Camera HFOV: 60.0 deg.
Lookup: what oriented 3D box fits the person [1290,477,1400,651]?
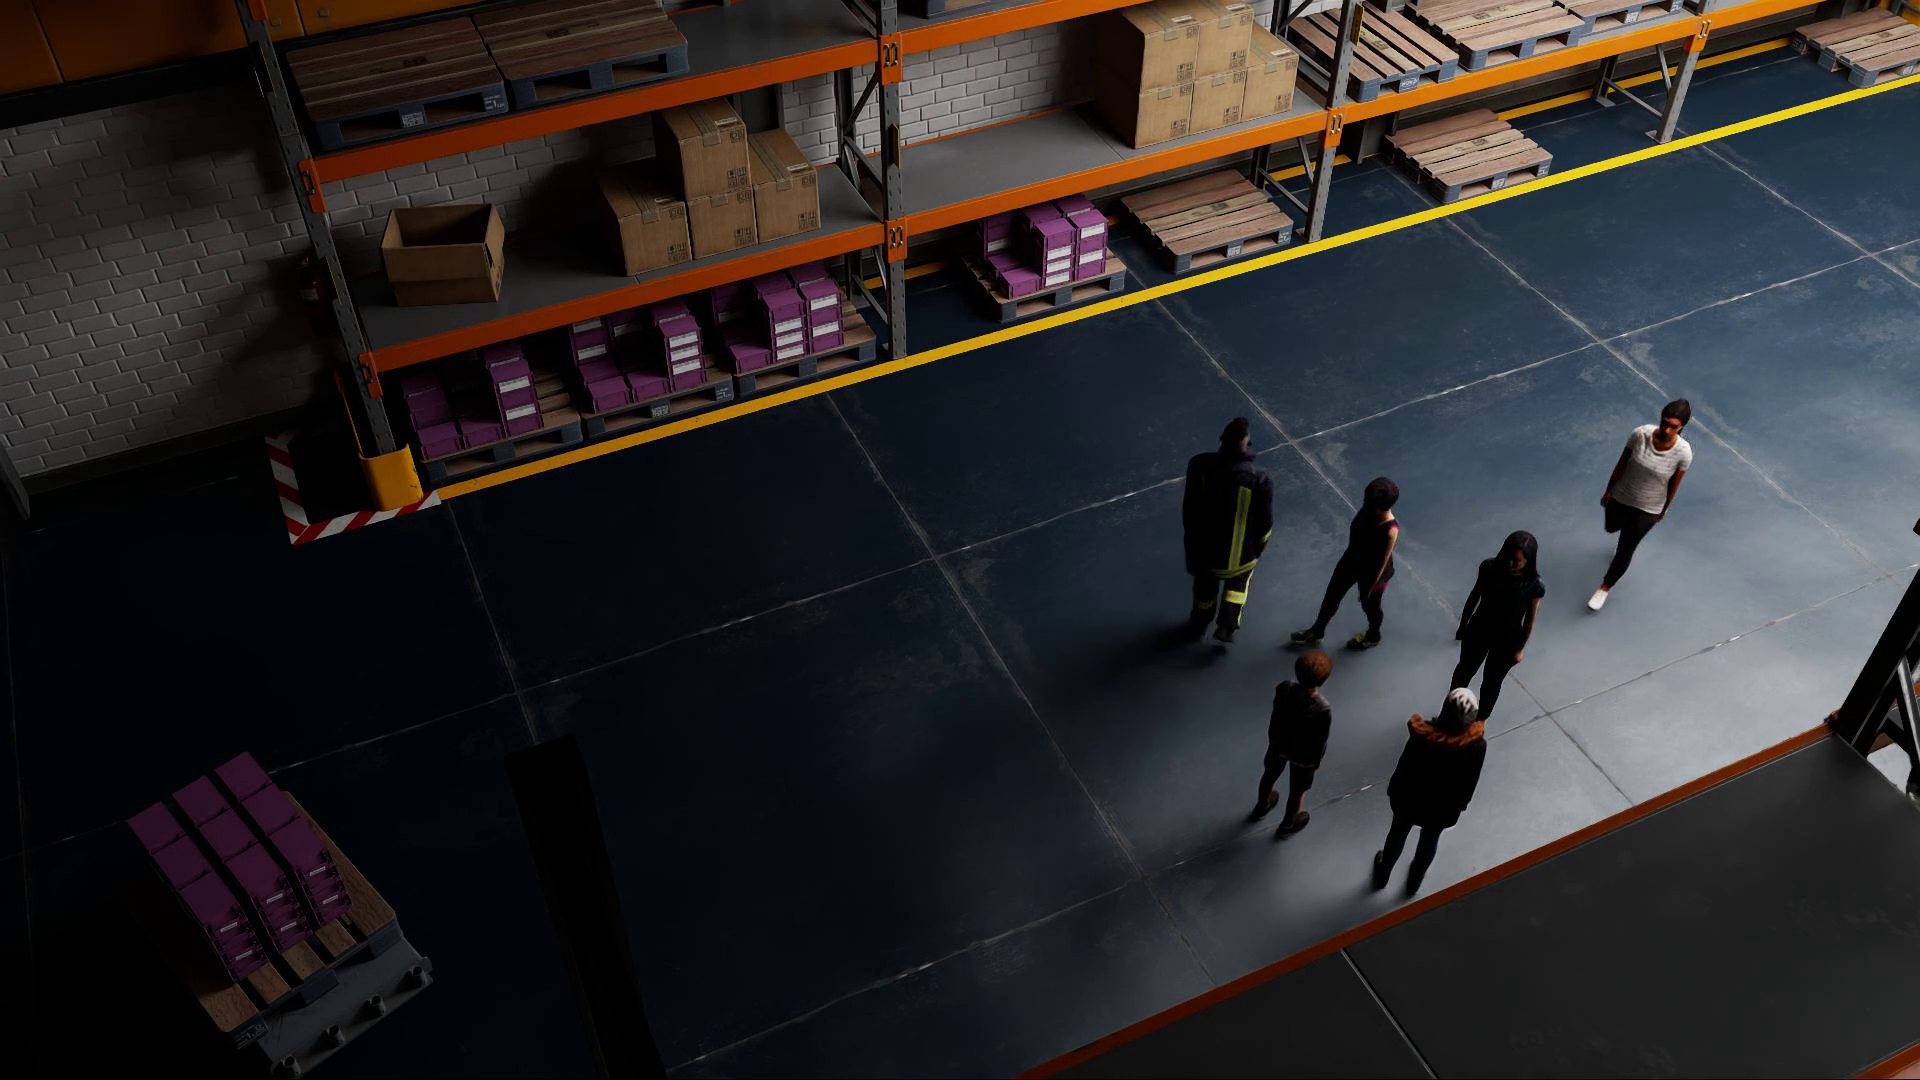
[{"bbox_3d":[2.686,0.159,10.669,0.876,1.527,0.664,-11,45,-11],"label":"person"}]

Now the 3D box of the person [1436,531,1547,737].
[{"bbox_3d":[3.229,0.587,10.068,0.638,1.736,0.649,26,49,24],"label":"person"}]

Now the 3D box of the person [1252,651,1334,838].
[{"bbox_3d":[1.946,1.176,9.660,0.602,1.447,0.617,33,52,29],"label":"person"}]

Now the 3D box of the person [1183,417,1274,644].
[{"bbox_3d":[1.654,-0.009,10.613,0.947,1.848,1.006,15,46,15],"label":"person"}]

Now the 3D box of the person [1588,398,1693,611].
[{"bbox_3d":[4.541,-0.315,11.098,0.823,1.623,1.086,32,52,29],"label":"person"}]

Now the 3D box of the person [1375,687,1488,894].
[{"bbox_3d":[2.615,1.414,9.274,0.711,1.633,0.790,7,44,8],"label":"person"}]
